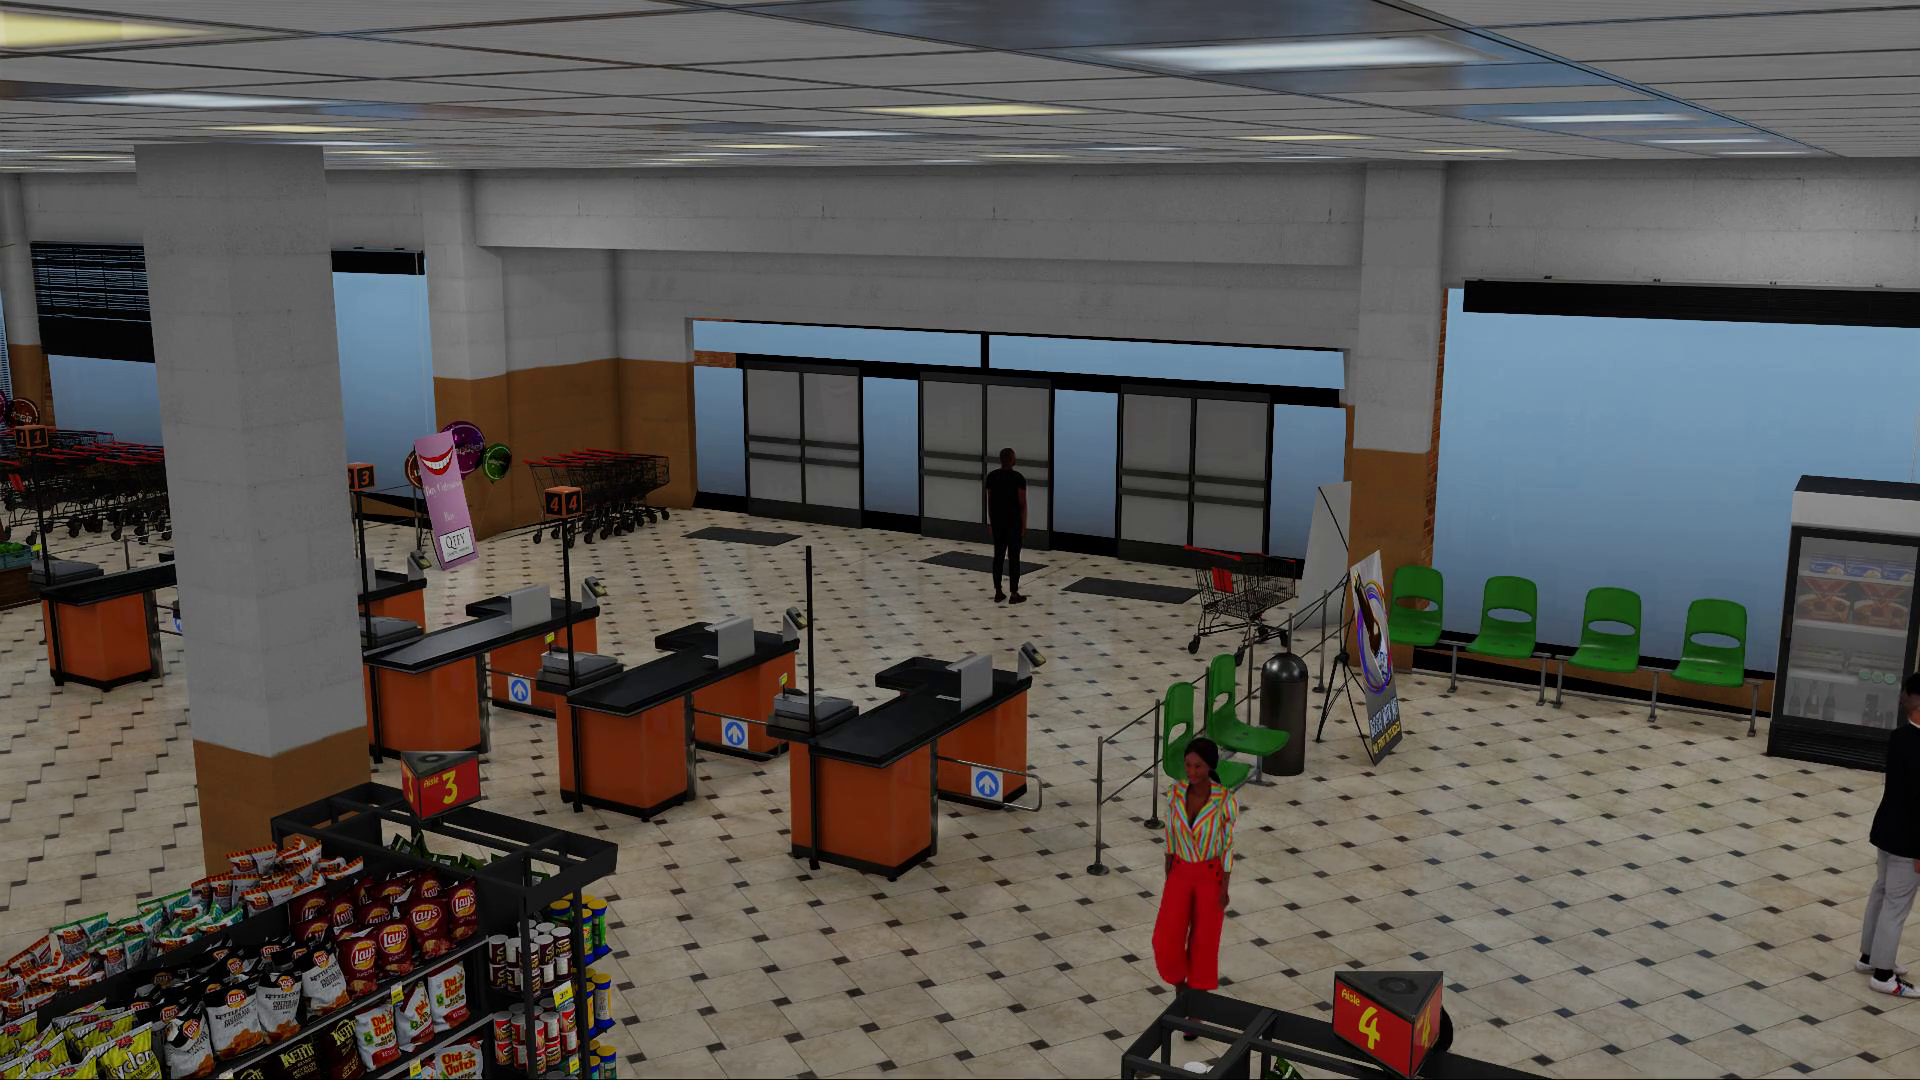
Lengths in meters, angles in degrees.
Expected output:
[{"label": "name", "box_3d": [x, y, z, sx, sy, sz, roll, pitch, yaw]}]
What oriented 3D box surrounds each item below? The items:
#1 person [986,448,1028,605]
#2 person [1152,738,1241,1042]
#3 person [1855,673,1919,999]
[{"label": "person", "box_3d": [0.542, -0.172, 19.353, 0.655, 1.819, 0.549, 7, 14, 30]}, {"label": "person", "box_3d": [1.373, 1.947, 9.377, 0.628, 1.782, 0.681, 5, 13, 22]}, {"label": "person", "box_3d": [5.651, 1.737, 9.960, 0.826, 1.954, 0.632, 3, 12, 13]}]
